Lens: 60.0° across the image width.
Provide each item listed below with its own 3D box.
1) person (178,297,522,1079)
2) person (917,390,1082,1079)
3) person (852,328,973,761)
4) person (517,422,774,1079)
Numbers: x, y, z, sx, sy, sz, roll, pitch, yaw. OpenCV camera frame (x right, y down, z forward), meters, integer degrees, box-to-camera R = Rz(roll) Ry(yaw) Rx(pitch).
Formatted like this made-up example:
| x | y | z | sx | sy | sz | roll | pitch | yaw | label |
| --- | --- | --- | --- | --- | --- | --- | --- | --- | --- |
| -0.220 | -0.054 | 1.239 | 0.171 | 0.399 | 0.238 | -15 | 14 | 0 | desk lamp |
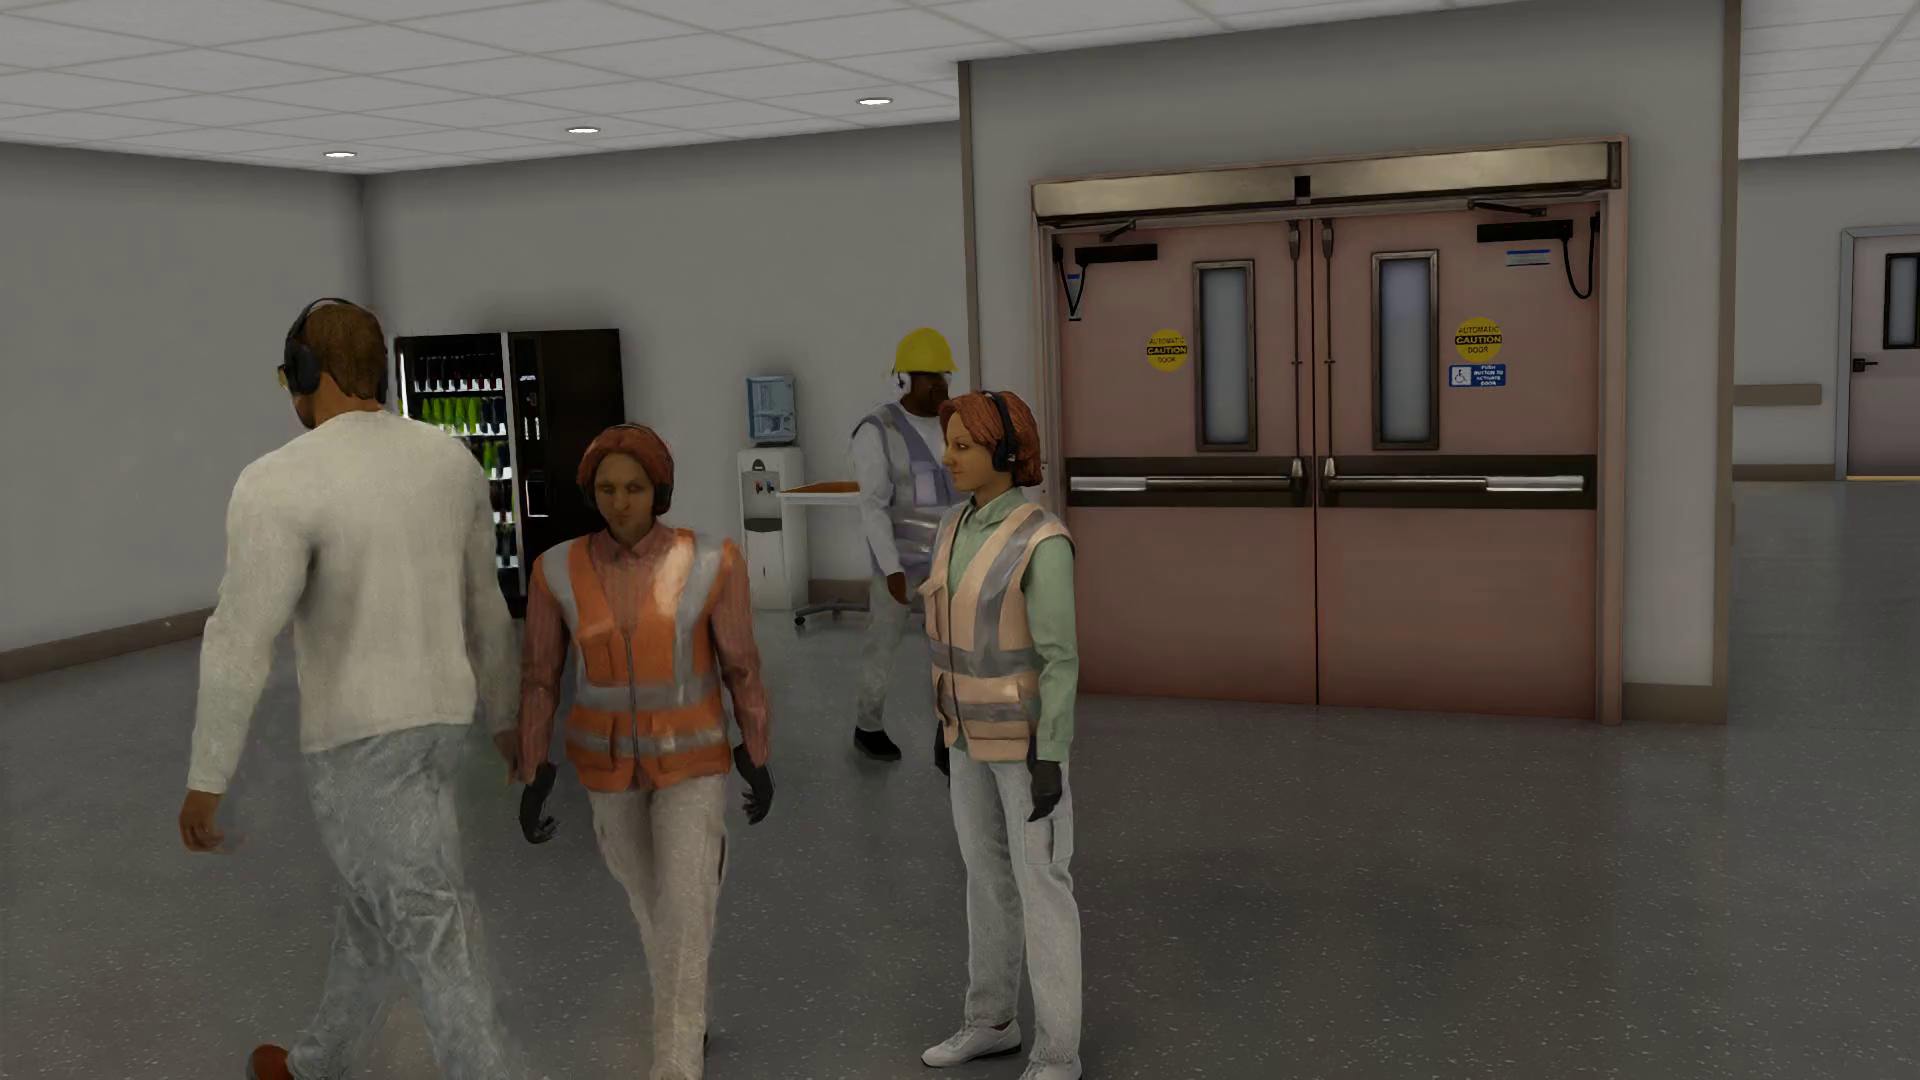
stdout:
| x | y | z | sx | sy | sz | roll | pitch | yaw | label |
| --- | --- | --- | --- | --- | --- | --- | --- | --- | --- |
| -1.347 | 0.434 | 3.605 | 0.959 | 1.884 | 0.759 | 1 | 8 | 24 | person |
| 0.099 | 0.473 | 3.837 | 0.309 | 1.641 | 0.511 | -7 | 9 | -32 | person |
| -0.150 | 0.055 | 6.634 | 0.589 | 1.784 | 0.975 | -8 | 9 | -36 | person |
| -0.716 | 0.541 | 3.718 | 0.552 | 1.588 | 0.863 | -2 | 7 | 6 | person |
